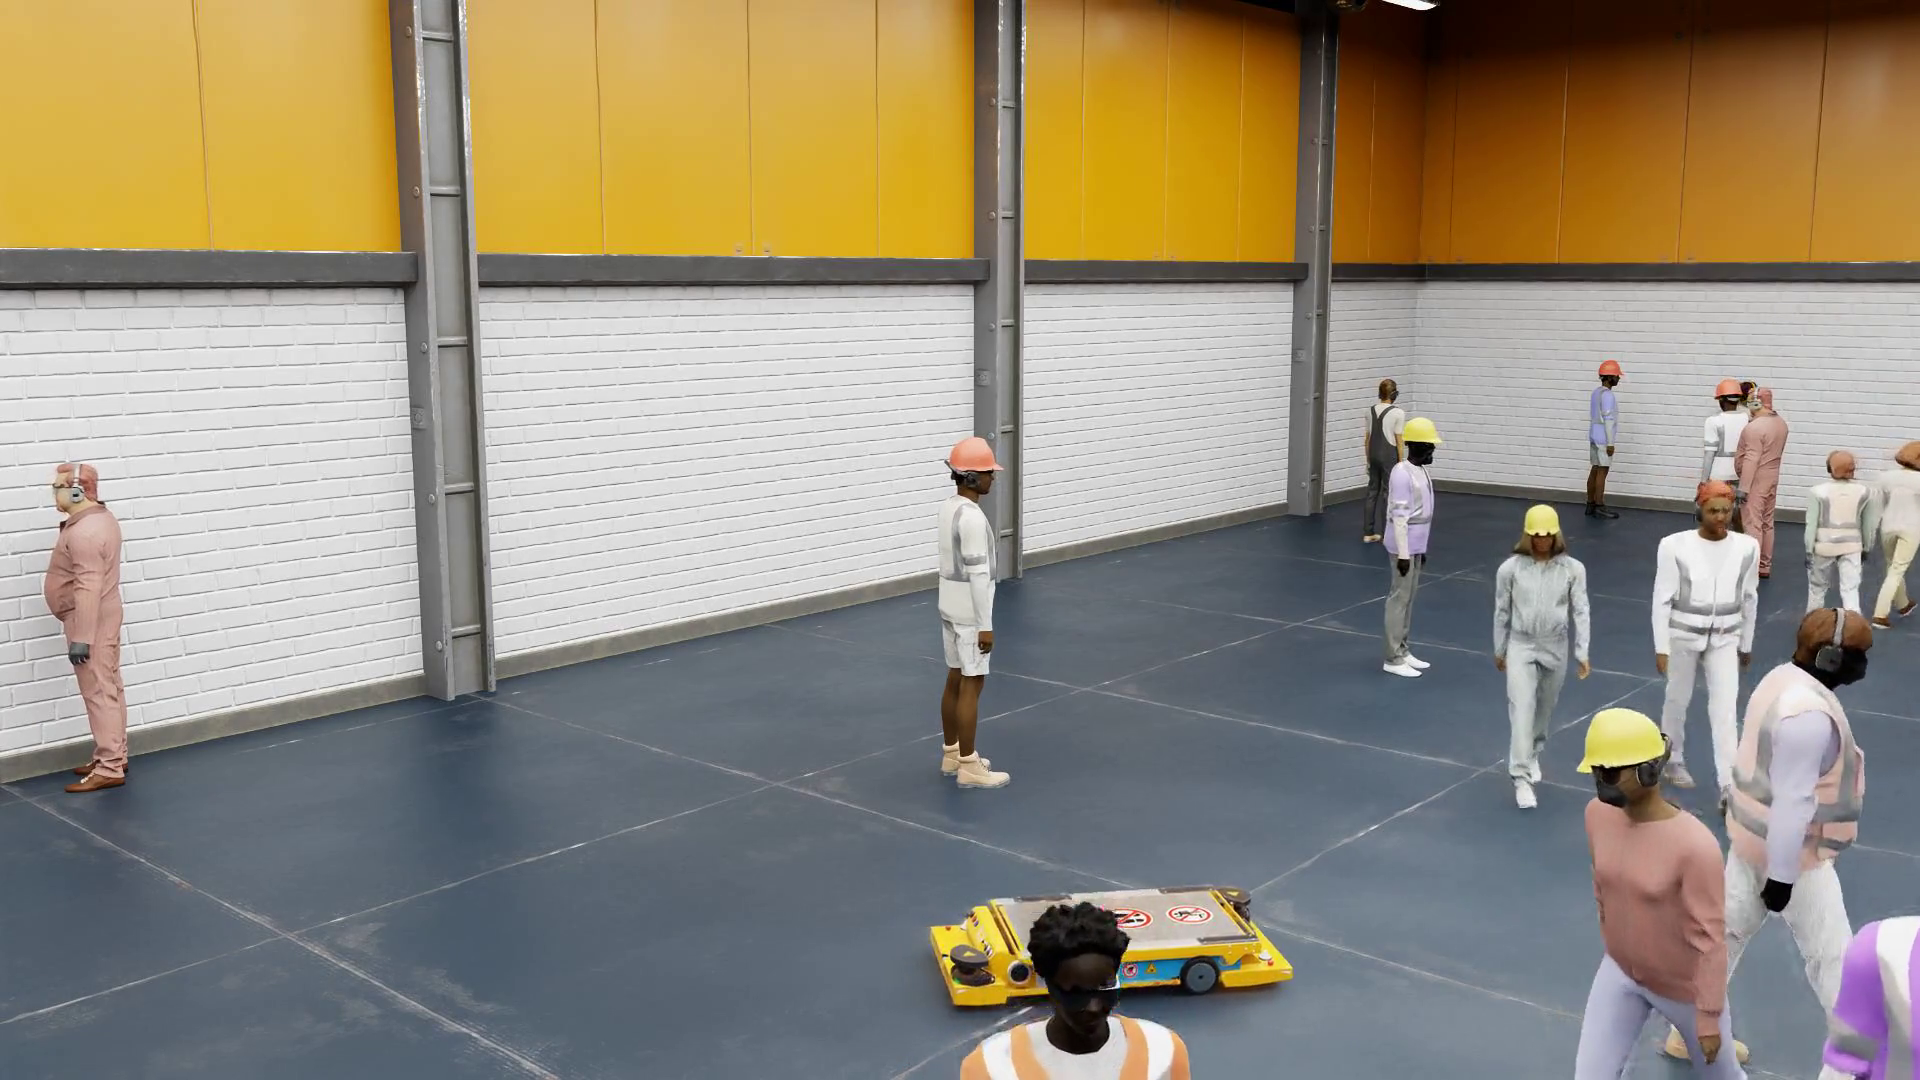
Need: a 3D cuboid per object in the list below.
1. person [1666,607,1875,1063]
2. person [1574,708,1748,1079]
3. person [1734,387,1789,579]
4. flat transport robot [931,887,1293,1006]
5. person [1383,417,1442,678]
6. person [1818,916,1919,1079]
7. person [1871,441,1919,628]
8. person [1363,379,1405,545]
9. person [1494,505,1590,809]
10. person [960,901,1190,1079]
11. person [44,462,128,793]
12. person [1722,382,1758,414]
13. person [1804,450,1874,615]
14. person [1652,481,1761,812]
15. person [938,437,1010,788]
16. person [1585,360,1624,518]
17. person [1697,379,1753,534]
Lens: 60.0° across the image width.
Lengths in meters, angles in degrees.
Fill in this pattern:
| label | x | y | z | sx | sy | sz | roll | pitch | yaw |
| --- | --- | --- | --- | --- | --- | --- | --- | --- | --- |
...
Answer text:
| label | x | y | z | sx | sy | sz | roll | pitch | yaw |
| --- | --- | --- | --- | --- | --- | --- | --- | --- | --- |
| person | 3.128 | 1.123 | 6.077 | 0.968 | 1.784 | 0.652 | 2 | 9 | 14 |
| person | 2.142 | 1.337 | 5.068 | 0.988 | 1.694 | 0.552 | -5 | 10 | -28 |
| person | 7.741 | -0.540 | 16.188 | 0.639 | 1.903 | 0.409 | -8 | 12 | -40 |
| flat transport robot | 0.629 | 1.717 | 7.115 | 1.431 | 0.197 | 0.652 | -1 | 9 | -9 |
| person | 3.373 | 0.045 | 12.430 | 0.380 | 1.928 | 0.586 | 5 | 10 | 29 |
| person | 2.184 | 1.460 | 3.678 | 0.591 | 1.894 | 0.558 | 5 | 10 | 27 |
| person | 8.031 | -0.052 | 14.142 | 0.915 | 1.570 | 0.505 | -6 | 11 | -35 |
| person | 4.696 | -0.858 | 18.406 | 0.342 | 1.839 | 0.501 | -7 | 11 | -37 |
| person | 3.306 | 0.626 | 9.517 | 0.494 | 1.693 | 0.897 | 1 | 9 | 6 |
| person | 0.276 | 1.586 | 3.594 | 0.549 | 1.642 | 0.858 | -2 | 9 | -15 |
| person | -5.068 | 0.496 | 9.656 | 0.410 | 1.912 | 0.641 | -3 | 10 | -19 |
| person | 8.658 | -0.856 | 18.469 | 0.769 | 1.811 | 0.578 | -6 | 11 | -31 |
| person | 6.974 | 0.090 | 13.193 | 0.524 | 1.606 | 0.852 | 2 | 9 | 11 |
| person | 4.200 | 0.583 | 9.350 | 0.620 | 1.823 | 1.016 | 1 | 9 | 7 |
| person | 0.066 | 0.421 | 9.710 | 0.370 | 2.044 | 0.608 | -3 | 10 | -18 |
| person | 7.932 | -1.238 | 20.454 | 0.360 | 1.939 | 0.543 | 0 | 9 | 2 |
| person | 7.727 | -0.653 | 16.803 | 0.543 | 1.932 | 0.370 | -1 | 9 | -6 |
